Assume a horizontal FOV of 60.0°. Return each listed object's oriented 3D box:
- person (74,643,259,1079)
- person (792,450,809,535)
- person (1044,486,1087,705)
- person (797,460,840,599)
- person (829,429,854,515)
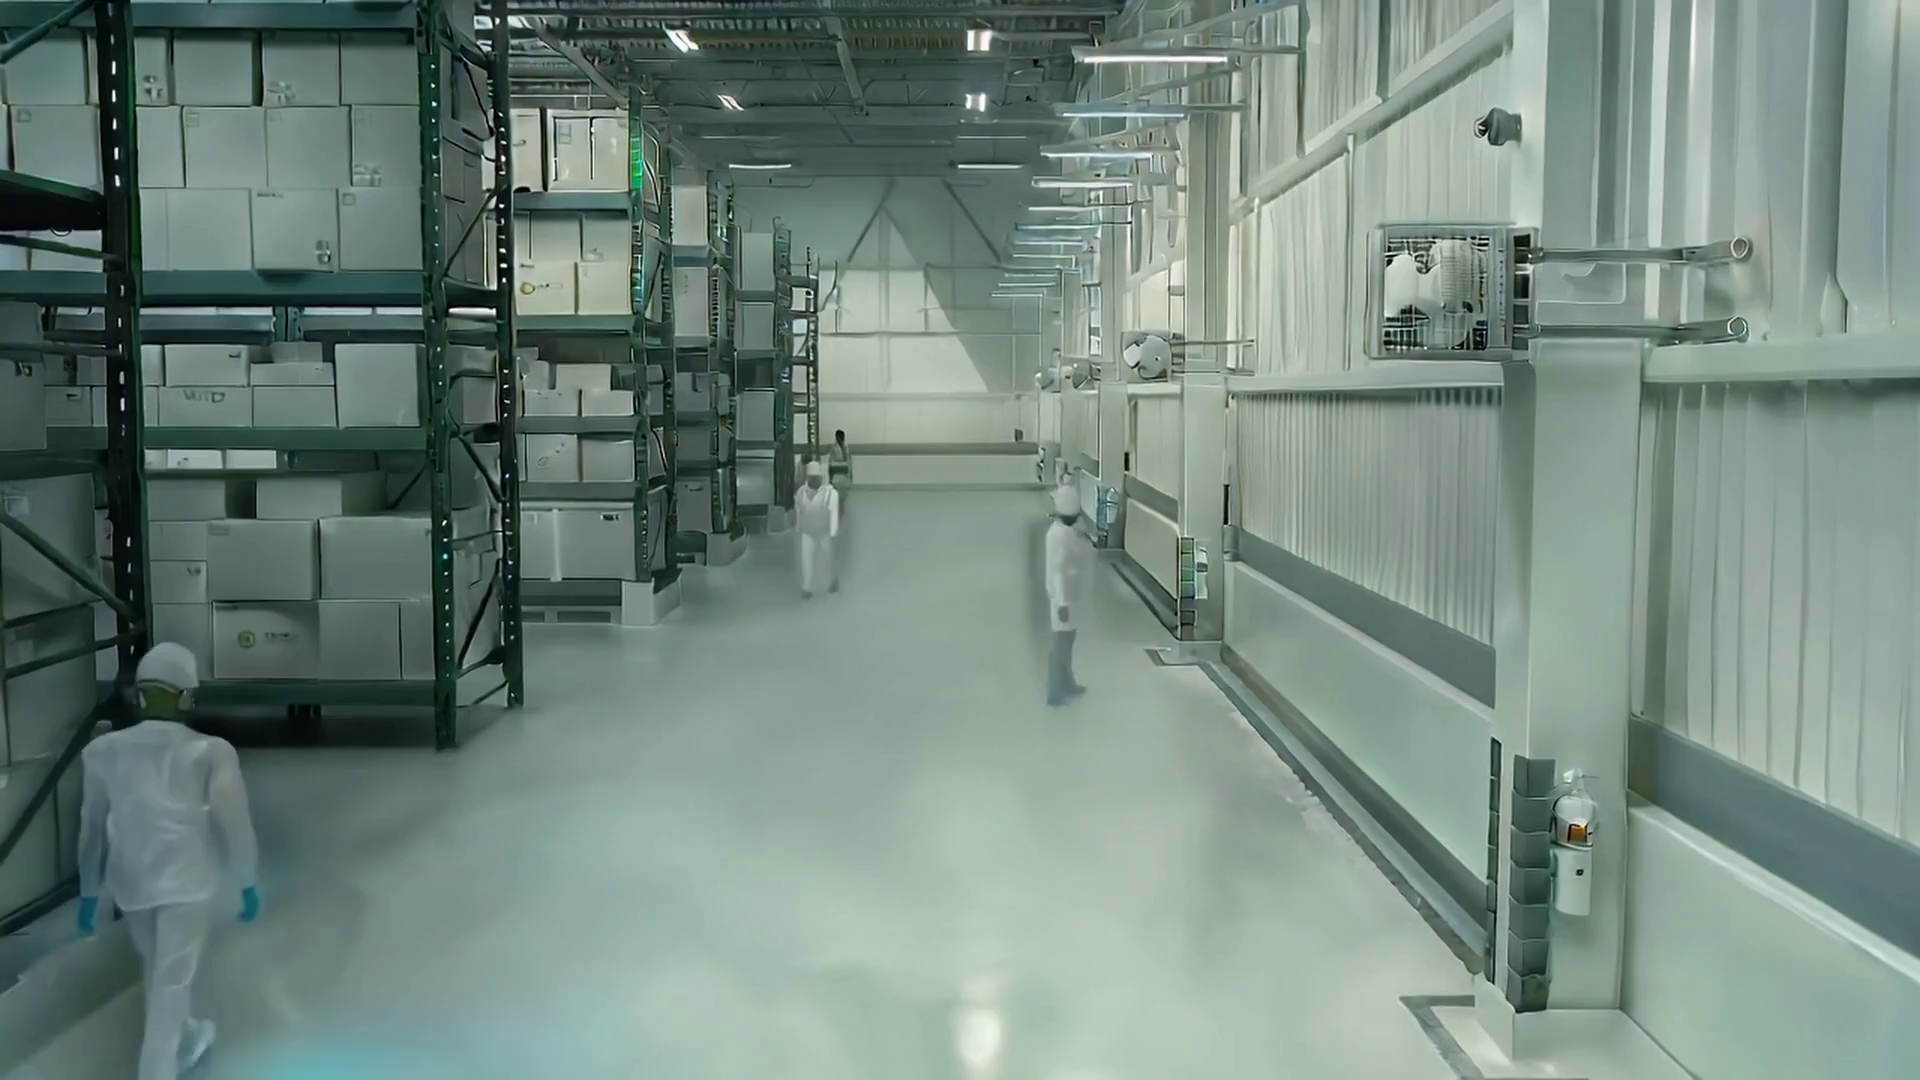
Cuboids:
[{"bbox_3d":[-2.889,1.233,6.189,0.594,1.714,0.846,0,5,2],"label":"person"},{"bbox_3d":[-2.946,-0.891,31.543,0.526,1.628,0.323,-5,7,-44],"label":"person"},{"bbox_3d":[0.960,0.465,14.302,0.374,1.891,0.723,3,6,27],"label":"person"},{"bbox_3d":[-1.849,-0.147,21.808,0.599,1.811,0.748,2,5,21],"label":"person"},{"bbox_3d":[-2.647,-1.515,37.107,0.546,1.921,0.769,0,5,-4],"label":"person"}]
